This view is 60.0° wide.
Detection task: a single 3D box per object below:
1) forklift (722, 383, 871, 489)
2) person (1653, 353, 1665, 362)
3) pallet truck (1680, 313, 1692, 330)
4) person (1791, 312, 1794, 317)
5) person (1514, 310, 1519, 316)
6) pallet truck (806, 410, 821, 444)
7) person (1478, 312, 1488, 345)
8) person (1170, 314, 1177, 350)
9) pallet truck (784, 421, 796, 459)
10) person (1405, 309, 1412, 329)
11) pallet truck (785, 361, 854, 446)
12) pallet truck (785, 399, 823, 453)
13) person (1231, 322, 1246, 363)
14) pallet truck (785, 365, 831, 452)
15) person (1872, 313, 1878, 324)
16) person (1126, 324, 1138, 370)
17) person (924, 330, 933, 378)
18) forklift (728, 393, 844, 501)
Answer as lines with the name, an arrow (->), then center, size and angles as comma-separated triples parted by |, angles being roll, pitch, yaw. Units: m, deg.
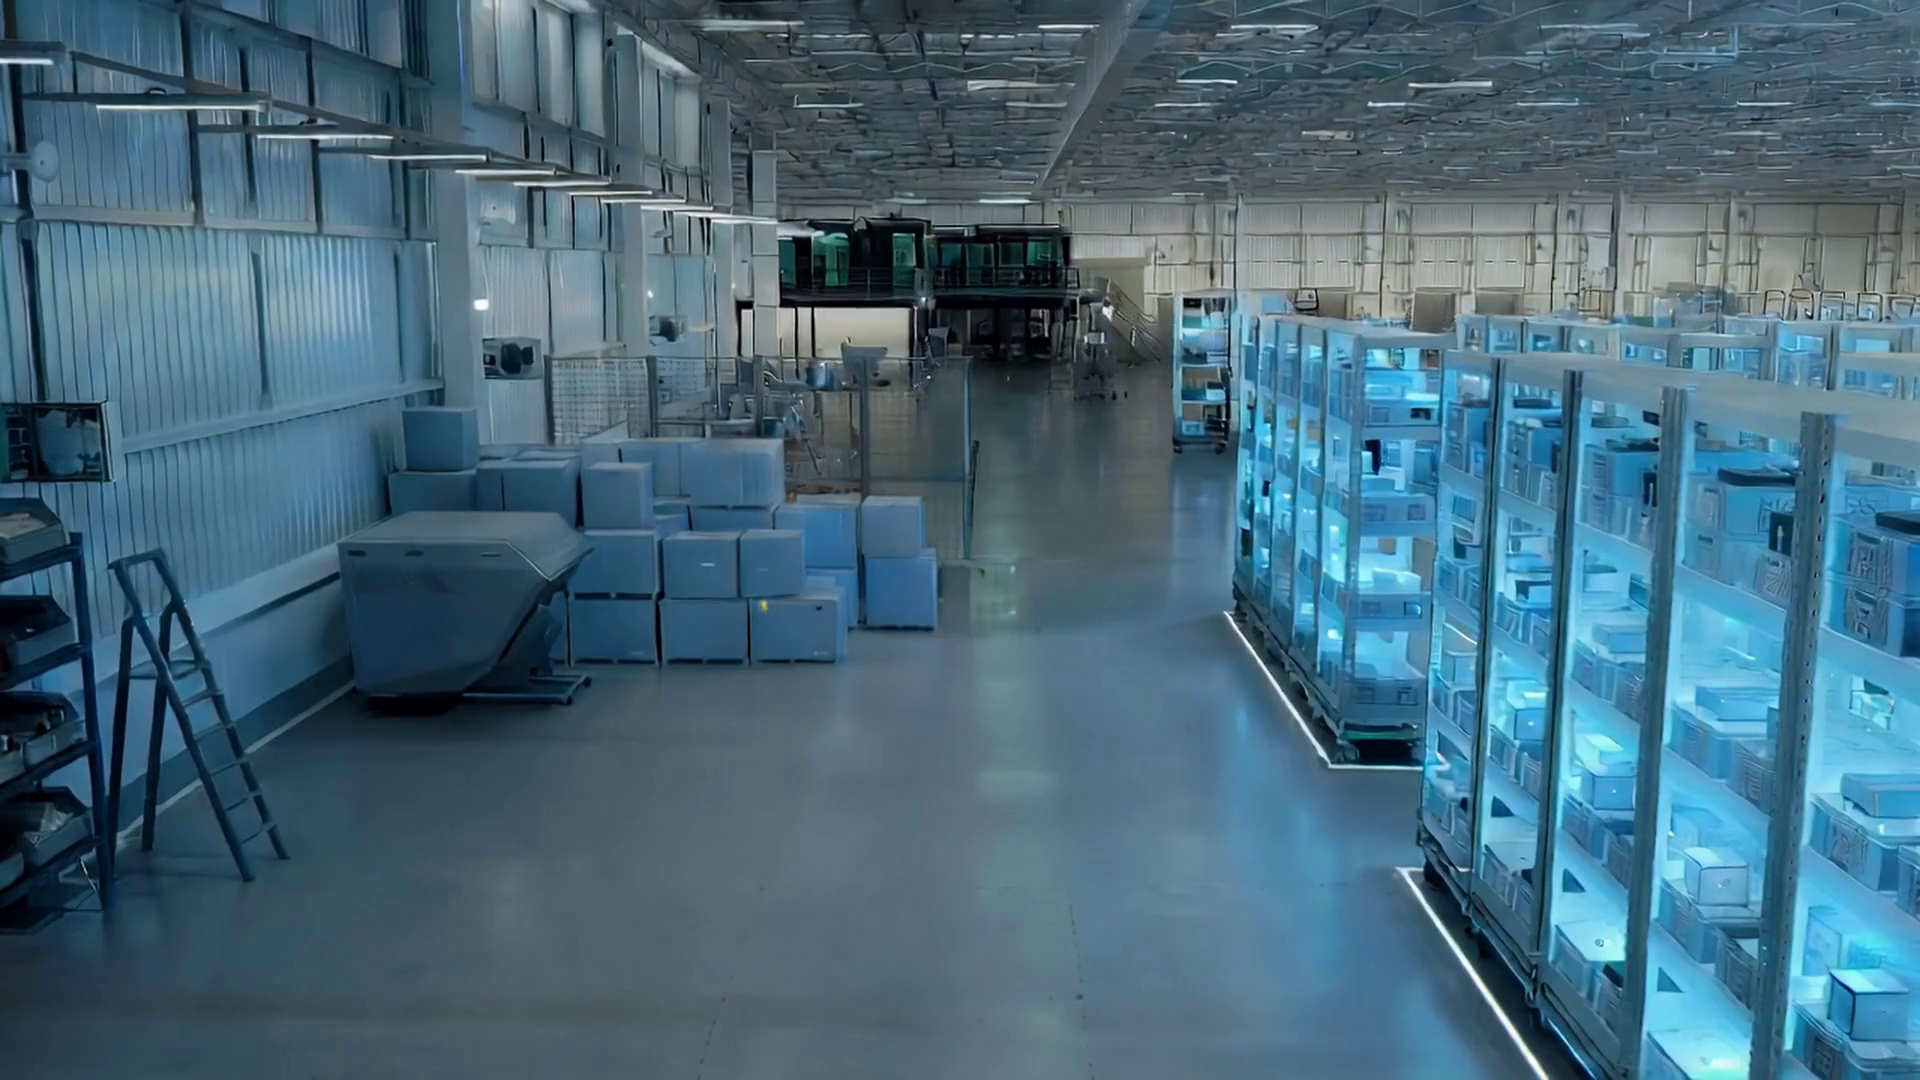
forklift -> -2.893, -1.687, 28.729 | 2.680, 1.987, 1.157 | 0, 9, -1
person -> 19.690, -4.353, 46.754 | 0.625, 1.792, 0.446 | -2, 9, -12
pallet truck -> 36.315, -10.531, 84.244 | 0.823, 1.965, 1.885 | -6, 11, -33
person -> 44.035, -11.136, 88.242 | 0.607, 1.916, 0.643 | 1, 9, 5
person -> 32.040, -12.348, 95.999 | 0.725, 1.821, 0.631 | 6, 11, 32
pallet truck -> -3.559, -2.018, 33.905 | 1.522, 1.261, 0.704 | 0, 9, -1
person -> 29.003, -11.670, 91.844 | 0.993, 1.823, 0.518 | -2, 10, -15
person -> 11.029, -10.730, 85.809 | 0.355, 1.887, 0.574 | 3, 10, 17
pallet truck -> -4.013, -1.793, 32.705 | 1.601, 1.201, 0.680 | 0, 9, 1
person -> 25.461, -12.153, 94.503 | 0.587, 1.918, 0.391 | -9, 13, -43
pallet truck -> -3.410, -3.193, 38.978 | 1.885, 1.965, 0.823 | 0, 9, -1
pallet truck -> -3.814, -2.432, 36.419 | 1.630, 1.274, 0.653 | 0, 9, 1
person -> 12.356, -8.727, 73.565 | 0.946, 1.841, 0.597 | 4, 10, 24
pallet truck -> -3.774, -2.976, 37.635 | 1.885, 1.965, 0.823 | 1, 9, 5
person -> 44.990, -10.188, 81.990 | 1.038, 2.000, 0.692 | 5, 11, 29
person -> 7.102, -8.020, 69.032 | 0.442, 1.905, 0.624 | 4, 10, 23
person -> -1.210, -7.153, 63.876 | 0.345, 1.844, 0.506 | 3, 10, 20
forklift -> -2.979, -1.316, 26.476 | 2.680, 1.987, 1.157 | 0, 9, 1
